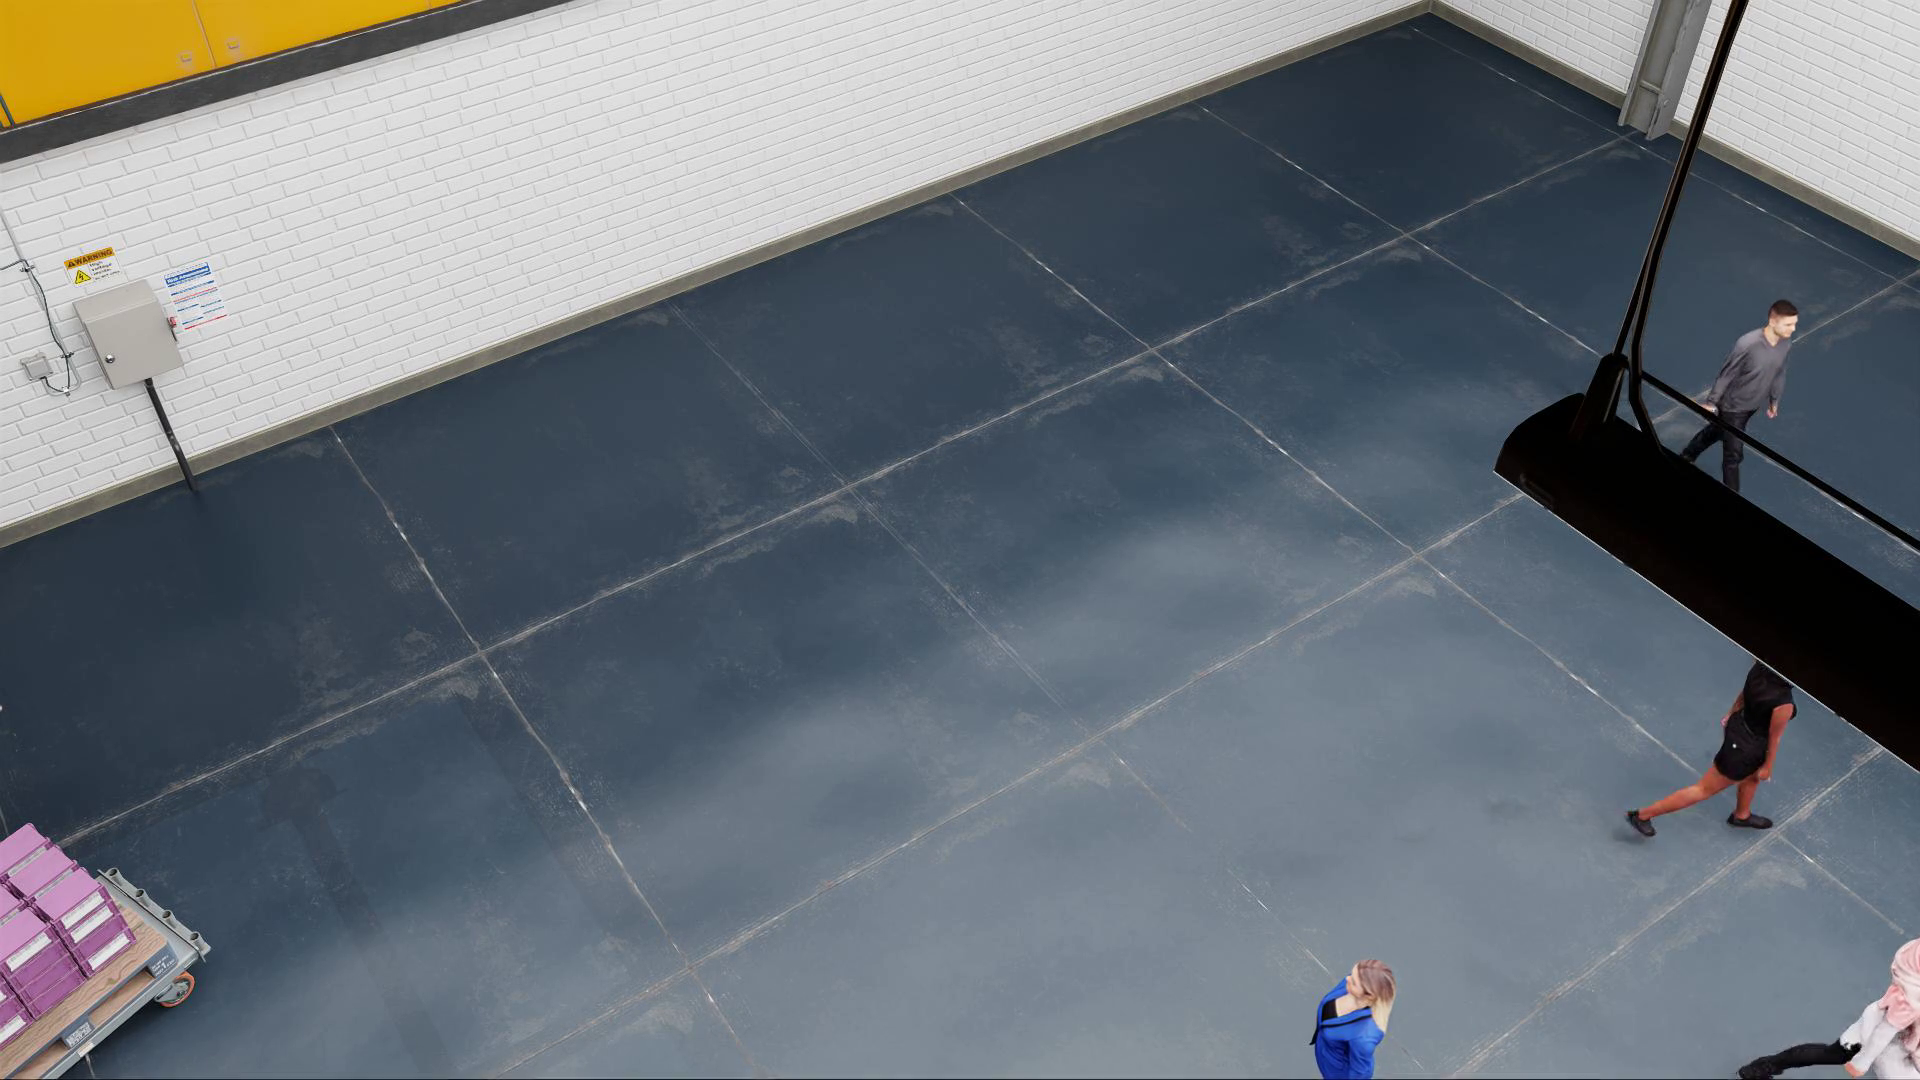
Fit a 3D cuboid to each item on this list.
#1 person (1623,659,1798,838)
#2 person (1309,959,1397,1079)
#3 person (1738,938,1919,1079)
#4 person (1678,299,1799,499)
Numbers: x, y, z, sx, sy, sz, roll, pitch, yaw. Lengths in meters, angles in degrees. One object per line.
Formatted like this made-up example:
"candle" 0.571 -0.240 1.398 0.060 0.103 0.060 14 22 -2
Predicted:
"person" 4.469 1.201 9.683 1.164 1.703 1.159 4 44 4
"person" 1.916 2.586 8.231 0.763 1.700 0.690 4 44 4
"person" 4.526 2.456 8.325 1.256 1.759 0.950 24 48 23
"person" 5.575 -1.037 12.019 0.756 1.722 1.136 -18 46 -18
